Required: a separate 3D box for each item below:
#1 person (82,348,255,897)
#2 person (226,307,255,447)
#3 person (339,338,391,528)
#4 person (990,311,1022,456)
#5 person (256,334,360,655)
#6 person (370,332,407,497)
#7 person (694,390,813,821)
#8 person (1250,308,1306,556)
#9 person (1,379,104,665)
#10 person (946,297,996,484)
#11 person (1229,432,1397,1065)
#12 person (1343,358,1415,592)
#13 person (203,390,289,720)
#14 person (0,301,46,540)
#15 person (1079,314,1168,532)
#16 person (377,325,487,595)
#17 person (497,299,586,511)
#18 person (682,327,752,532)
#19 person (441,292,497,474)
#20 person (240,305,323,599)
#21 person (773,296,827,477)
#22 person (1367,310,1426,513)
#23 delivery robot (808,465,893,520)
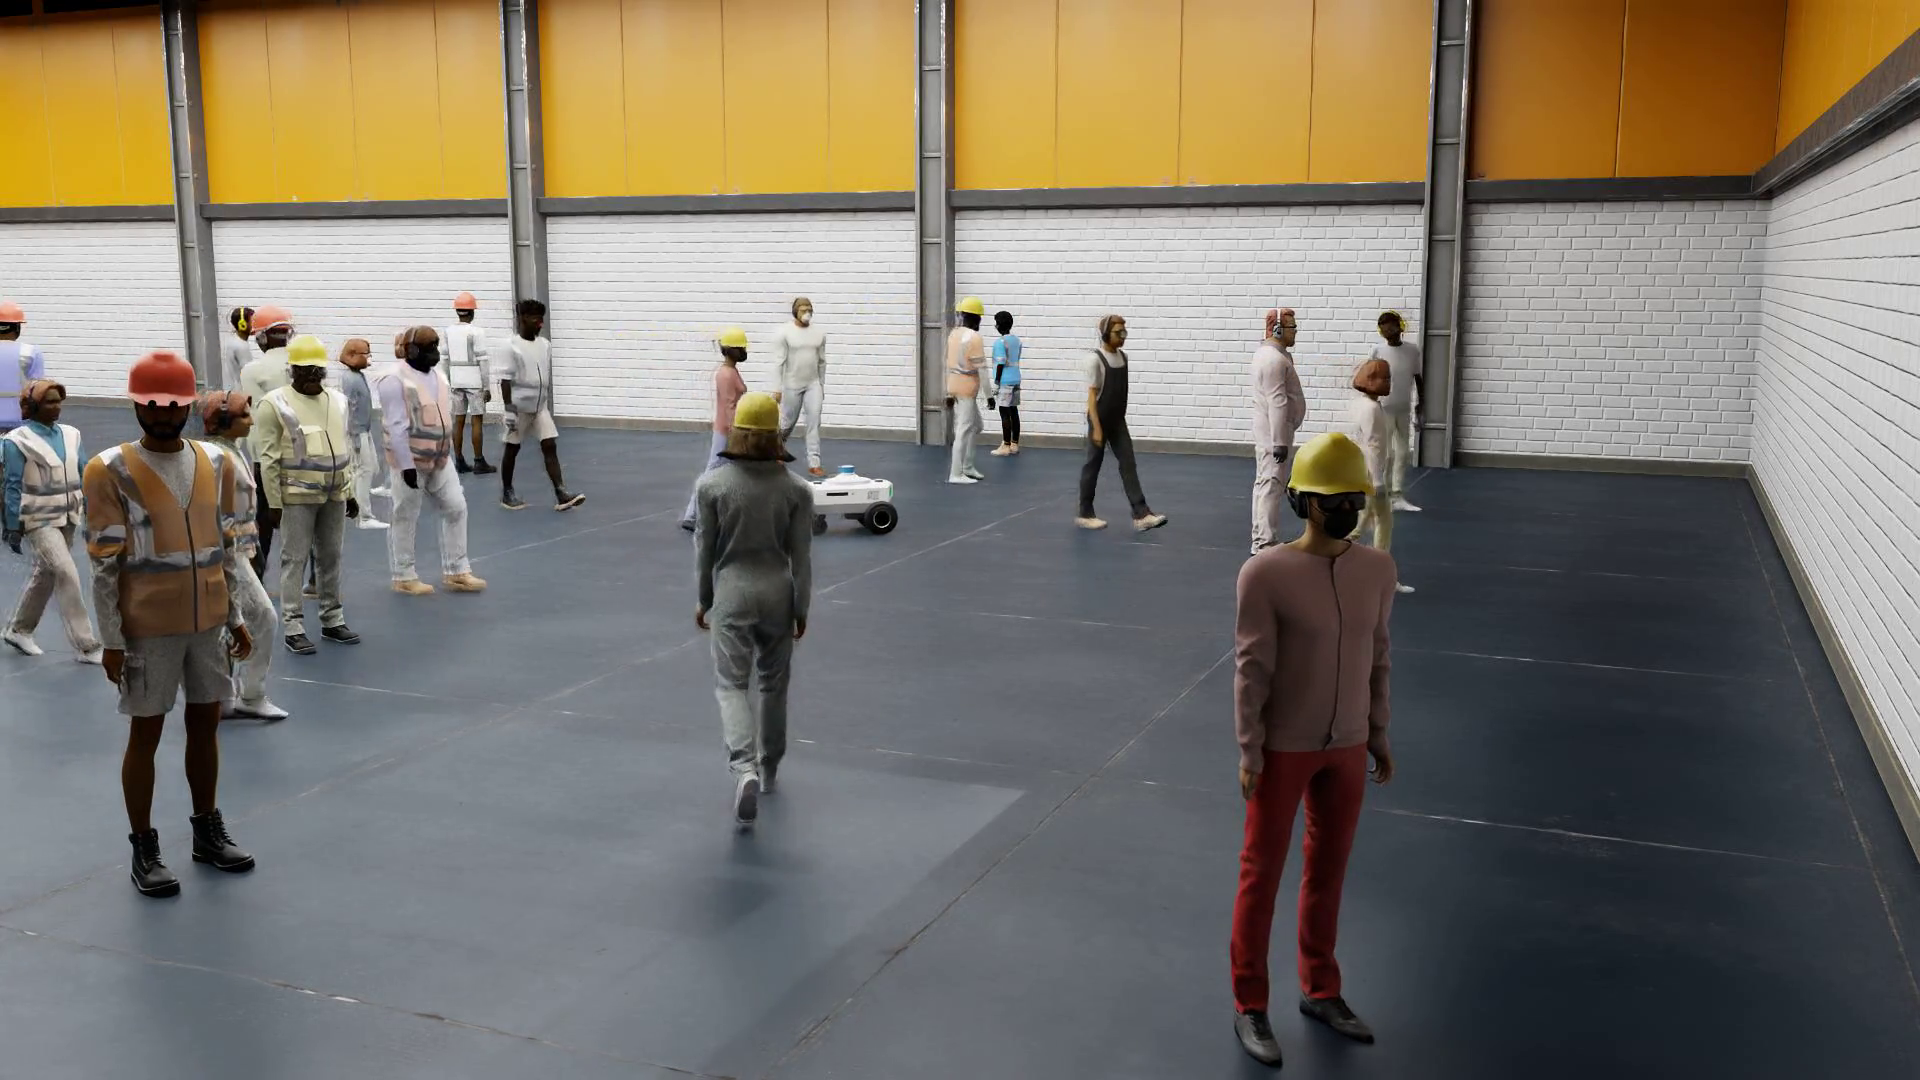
[{"bbox_3d":[-2.792,0.284,5.938,0.370,1.933,0.550,6,11,34],"label":"person"},{"bbox_3d":[-6.946,-1.363,16.289,0.957,1.816,0.533,-4,10,-22],"label":"person"},{"bbox_3d":[-5.104,-0.888,14.004,0.465,1.616,0.518,-2,10,-9],"label":"person"},{"bbox_3d":[0.539,-1.830,19.486,0.320,1.692,0.531,5,11,28],"label":"person"},{"bbox_3d":[-3.733,-0.269,9.607,0.404,1.827,0.600,6,11,32],"label":"person"},{"bbox_3d":[-5.234,-1.186,15.910,0.861,1.583,0.504,-3,10,-17],"label":"person"},{"bbox_3d":[-0.827,0.254,6.775,0.486,1.718,0.748,-2,10,-14],"label":"person"},{"bbox_3d":[2.376,-0.776,12.448,0.409,1.907,0.651,0,9,3],"label":"person"},{"bbox_3d":[-5.115,-0.104,9.329,0.837,1.605,0.530,2,10,14],"label":"person"},{"bbox_3d":[0.122,-1.512,16.932,0.621,1.905,0.592,-4,10,-21],"label":"person"},{"bbox_3d":[1.004,0.576,4.680,0.526,1.769,0.329,-4,10,-23],"label":"person"},{"bbox_3d":[2.696,-0.425,11.234,0.729,1.606,0.499,2,10,15],"label":"person"},{"bbox_3d":[-3.465,0.084,8.068,0.526,1.617,0.547,-3,10,-17],"label":"person"},{"bbox_3d":[-7.662,-0.963,13.492,0.547,1.937,0.379,-1,9,-8],"label":"person"},{"bbox_3d":[1.318,-0.948,13.772,0.547,1.807,0.918,-9,13,-43],"label":"person"},{"bbox_3d":[-3.533,-0.514,11.123,0.719,1.818,0.640,4,10,24],"label":"person"},{"bbox_3d":[-3.826,-1.198,14.971,0.993,1.907,0.646,7,11,35],"label":"person"},{"bbox_3d":[-1.886,-0.890,13.721,0.928,1.716,0.541,1,9,4],"label":"person"},{"bbox_3d":[-5.238,-1.668,17.758,0.552,1.936,0.362,4,10,21],"label":"person"},{"bbox_3d":[-4.577,-0.587,11.167,0.948,1.948,0.618,8,12,39],"label":"person"},{"bbox_3d":[-1.736,-1.643,17.716,0.644,1.918,0.894,-6,11,-31],"label":"person"},{"bbox_3d":[3.888,-1.130,14.853,0.618,1.829,0.460,-2,9,-9],"label":"person"},{"bbox_3d":[-0.930,-0.378,13.842,0.707,0.478,0.477,-2,10,-14],"label":"delivery robot"}]
